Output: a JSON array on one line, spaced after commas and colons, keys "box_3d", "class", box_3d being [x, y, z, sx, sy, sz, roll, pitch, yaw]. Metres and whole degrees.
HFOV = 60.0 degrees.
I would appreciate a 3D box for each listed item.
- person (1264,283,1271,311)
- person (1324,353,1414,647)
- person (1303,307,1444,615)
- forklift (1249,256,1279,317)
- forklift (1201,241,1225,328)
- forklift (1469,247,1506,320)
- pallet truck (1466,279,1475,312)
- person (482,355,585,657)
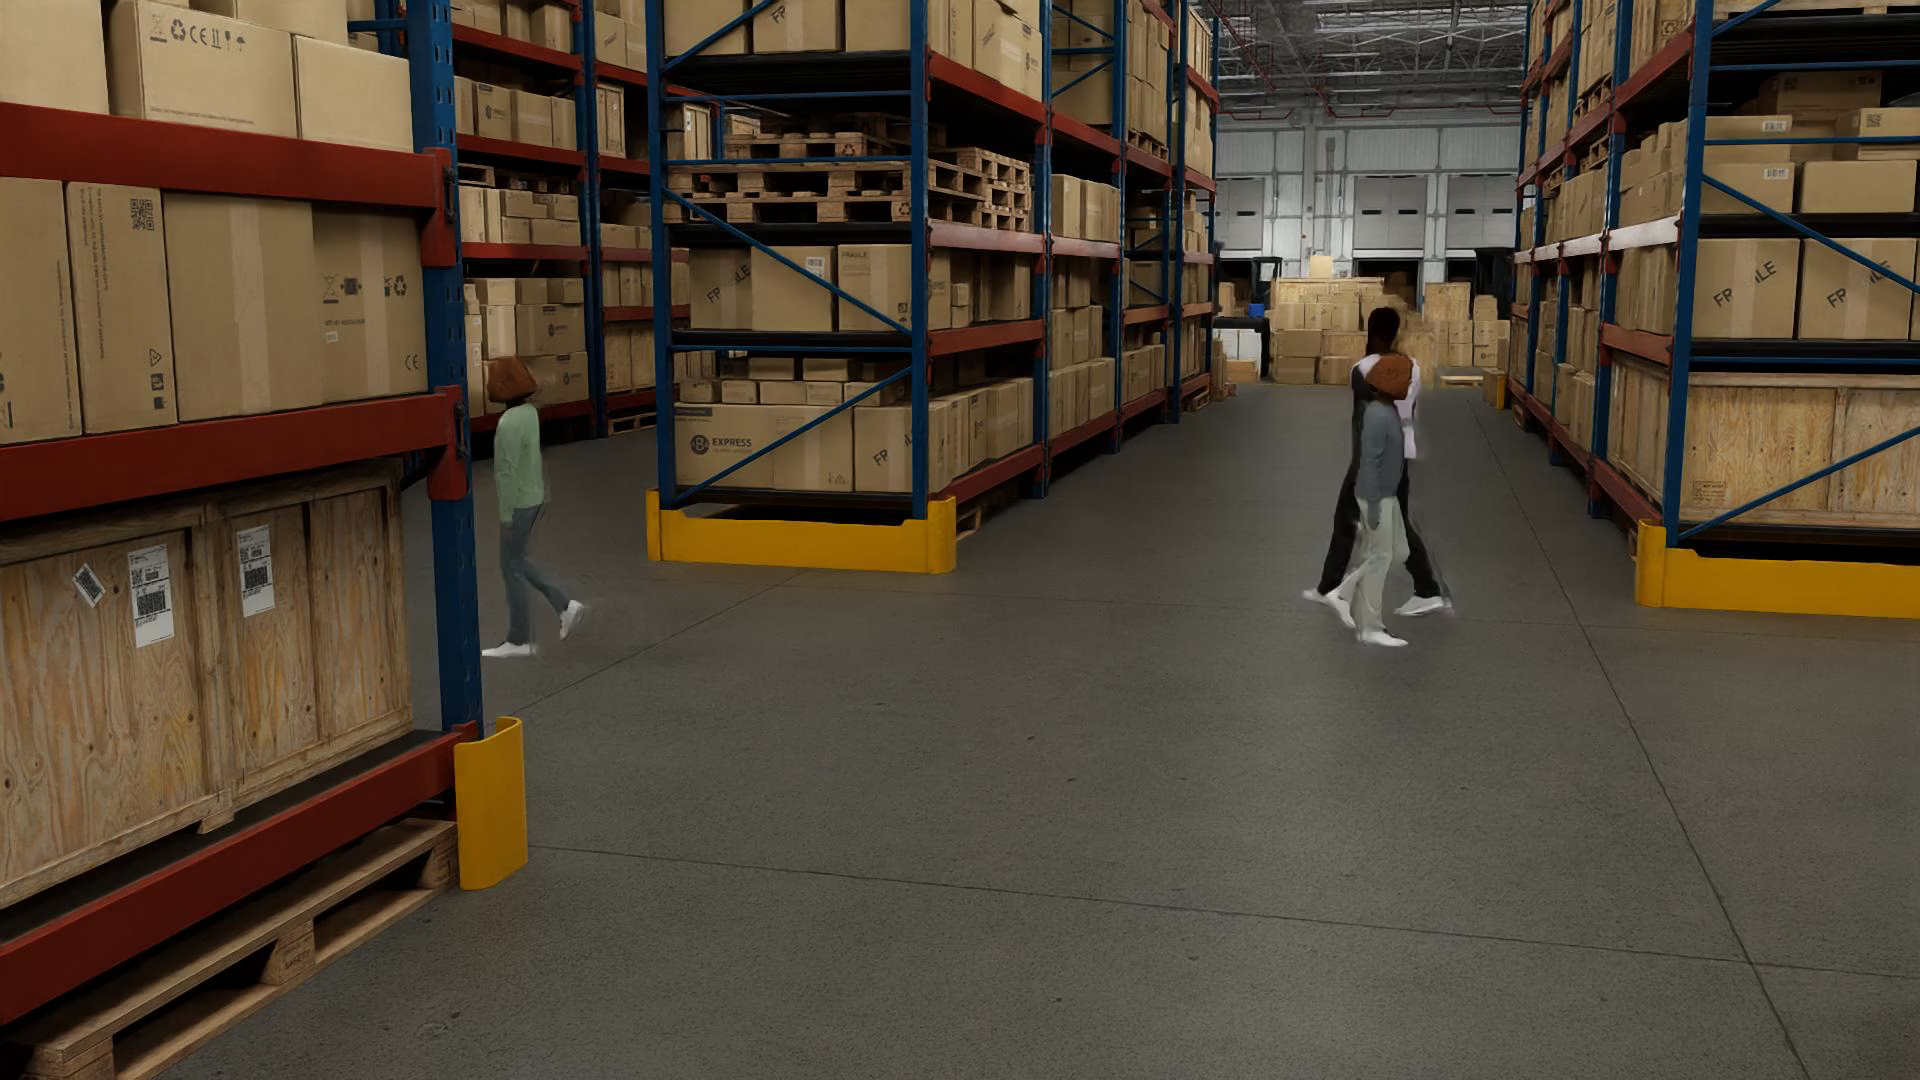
[{"box_3d": [10.090, -7.385, 53.672, 0.372, 1.940, 0.631, -9, 12, -44], "class": "person"}, {"box_3d": [2.290, -0.222, 9.160, 0.415, 1.618, 0.523, 4, 10, 23], "class": "person"}, {"box_3d": [2.566, -0.480, 10.089, 0.640, 1.861, 0.959, -7, 11, -37], "class": "person"}, {"box_3d": [11.321, -9.114, 61.676, 1.129, 2.768, 1.873, 2, 9, 15], "class": "forklift"}, {"box_3d": [5.514, -5.152, 36.503, 1.873, 2.768, 1.129, 2, 9, 14], "class": "forklift"}, {"box_3d": [13.730, -6.220, 43.289, 1.873, 2.768, 1.129, -3, 9, -17], "class": "forklift"}, {"box_3d": [18.896, -8.459, 60.307, 1.885, 1.965, 0.823, 5, 10, 31], "class": "pallet truck"}, {"box_3d": [-2.311, -0.174, 8.844, 0.450, 1.619, 0.522, 0, 9, 0], "class": "person"}]
